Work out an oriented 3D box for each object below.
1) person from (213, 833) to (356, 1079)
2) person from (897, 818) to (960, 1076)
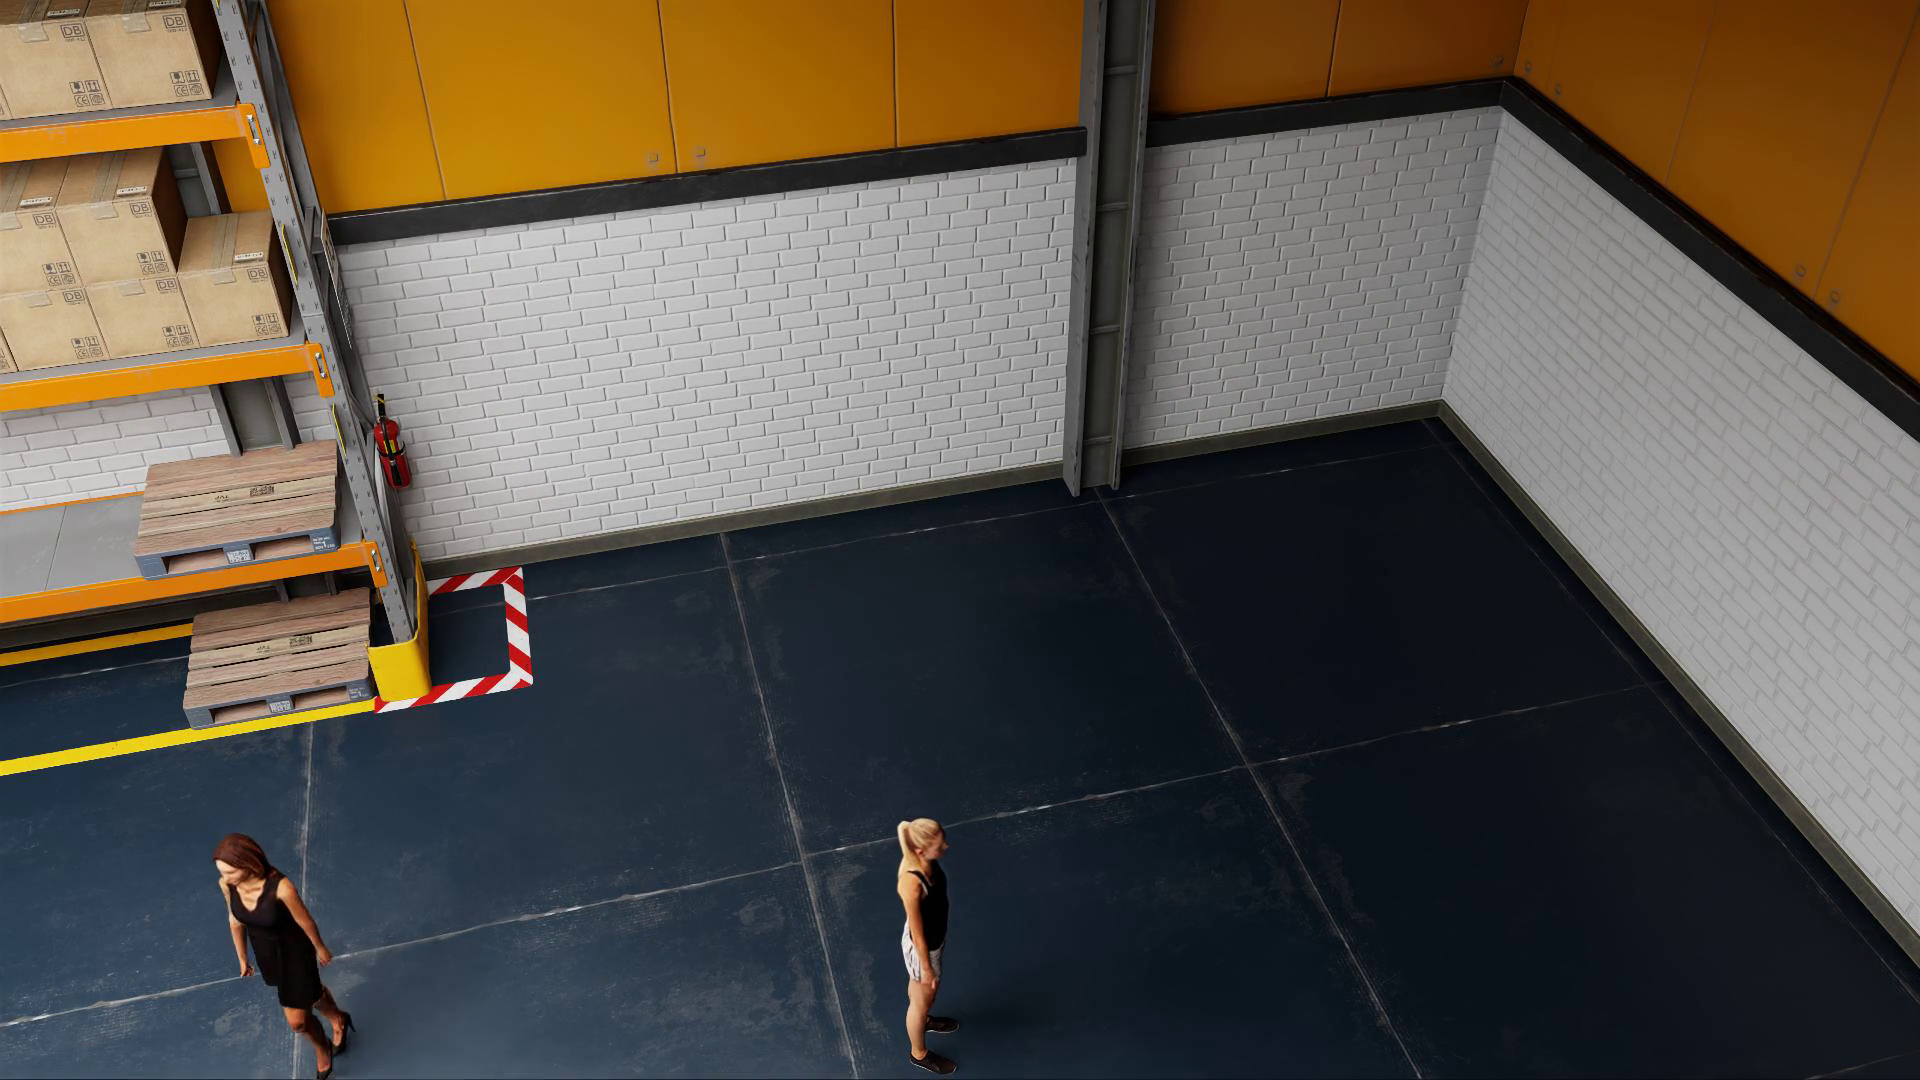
[{"bbox_3d":[-3.499,2.115,8.772,0.731,1.819,0.788,7,39,9],"label":"person"},{"bbox_3d":[-0.190,2.097,8.772,0.648,1.846,0.665,3,39,4],"label":"person"}]
